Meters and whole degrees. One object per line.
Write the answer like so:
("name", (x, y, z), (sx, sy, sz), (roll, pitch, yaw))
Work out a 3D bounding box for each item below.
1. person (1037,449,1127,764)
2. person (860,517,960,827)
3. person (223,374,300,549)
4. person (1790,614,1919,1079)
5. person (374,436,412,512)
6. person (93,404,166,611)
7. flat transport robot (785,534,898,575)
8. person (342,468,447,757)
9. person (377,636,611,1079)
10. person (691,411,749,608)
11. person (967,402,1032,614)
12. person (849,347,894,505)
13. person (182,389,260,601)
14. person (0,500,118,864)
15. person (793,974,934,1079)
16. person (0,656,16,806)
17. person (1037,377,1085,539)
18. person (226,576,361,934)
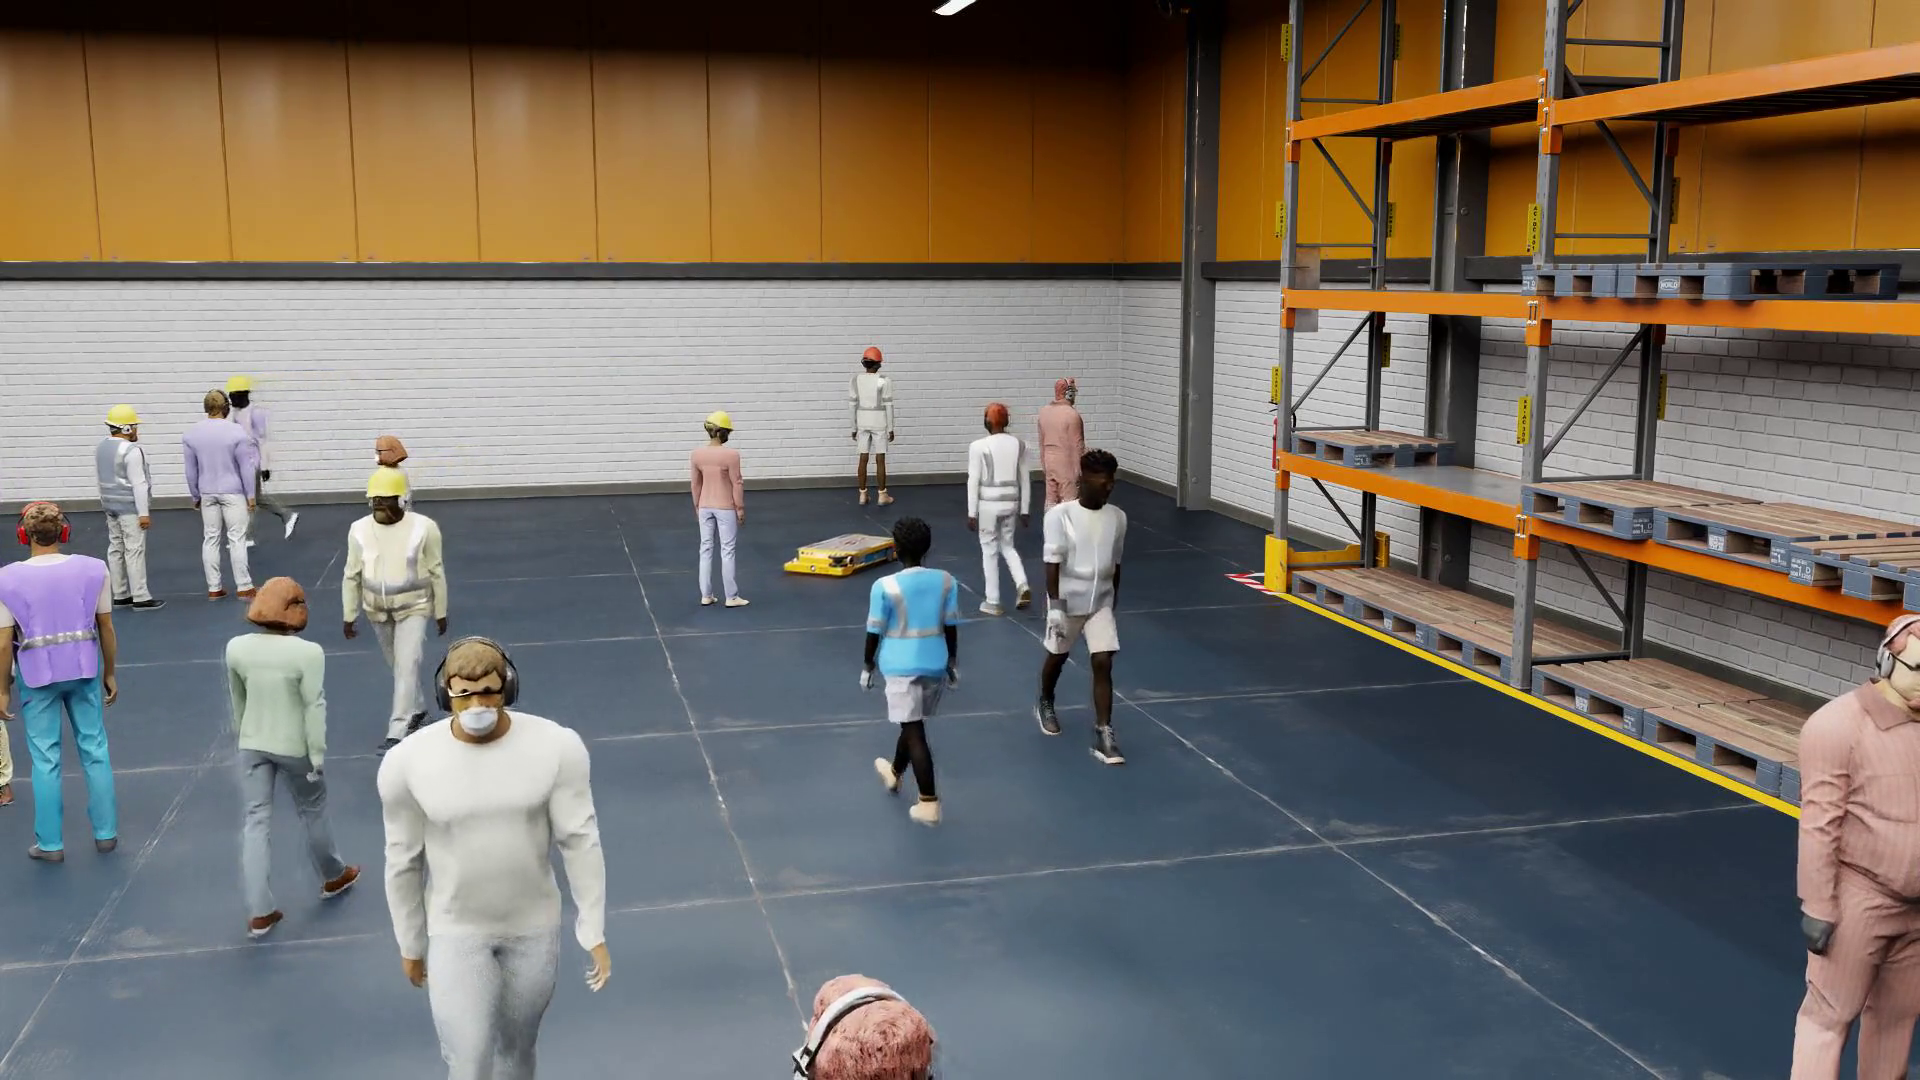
("person", (0.755, 0.367, 10.440), (0.616, 1.913, 1.045), (-3, 10, -19))
("person", (-0.314, 0.690, 9.189), (0.552, 1.648, 0.843), (-6, 11, -34))
("person", (-7.700, -0.877, 18.265), (0.597, 1.901, 0.816), (9, 13, 43))
("person", (3.028, 1.177, 5.414), (0.636, 1.903, 0.405), (-2, 9, -14))
("person", (-4.756, -0.067, 14.003), (0.265, 1.632, 0.507), (-7, 11, -37))
("person", (-7.380, -0.285, 14.746), (0.592, 1.834, 0.404), (6, 11, 31))
("flat transport robot", (-1.144, 0.135, 16.986), (0.652, 0.197, 1.431), (4, 10, 25))
("person", (-3.572, 0.425, 10.492), (0.613, 1.779, 0.943), (1, 9, 6))
("person", (-1.399, 1.234, 5.063), (0.647, 1.891, 0.963), (-4, 10, -22))
("person", (-2.151, -0.270, 14.889), (0.524, 1.760, 0.328), (4, 10, 24))
("person", (0.359, -0.259, 14.465), (0.579, 1.872, 0.518), (-5, 10, -28))
("person", (-1.128, -1.470, 21.485), (0.605, 2.045, 0.381), (3, 10, 19))
("person", (-6.716, -0.403, 15.152), (0.627, 1.940, 0.371), (1, 9, 3))
("person", (-4.566, 0.721, 8.423), (0.563, 1.847, 0.390), (-8, 12, -42))
("person", (-0.186, 1.608, 2.786), (0.677, 1.871, 0.907), (-4, 10, -23))
("person", (-5.532, 0.700, 9.258), (0.506, 1.628, 0.282), (-4, 10, -24))
("person", (1.097, -0.734, 17.315), (0.406, 1.911, 0.637), (-6, 11, -35))
("person", (-3.119, 0.953, 7.731), (0.521, 1.595, 0.792), (1, 9, 6))
